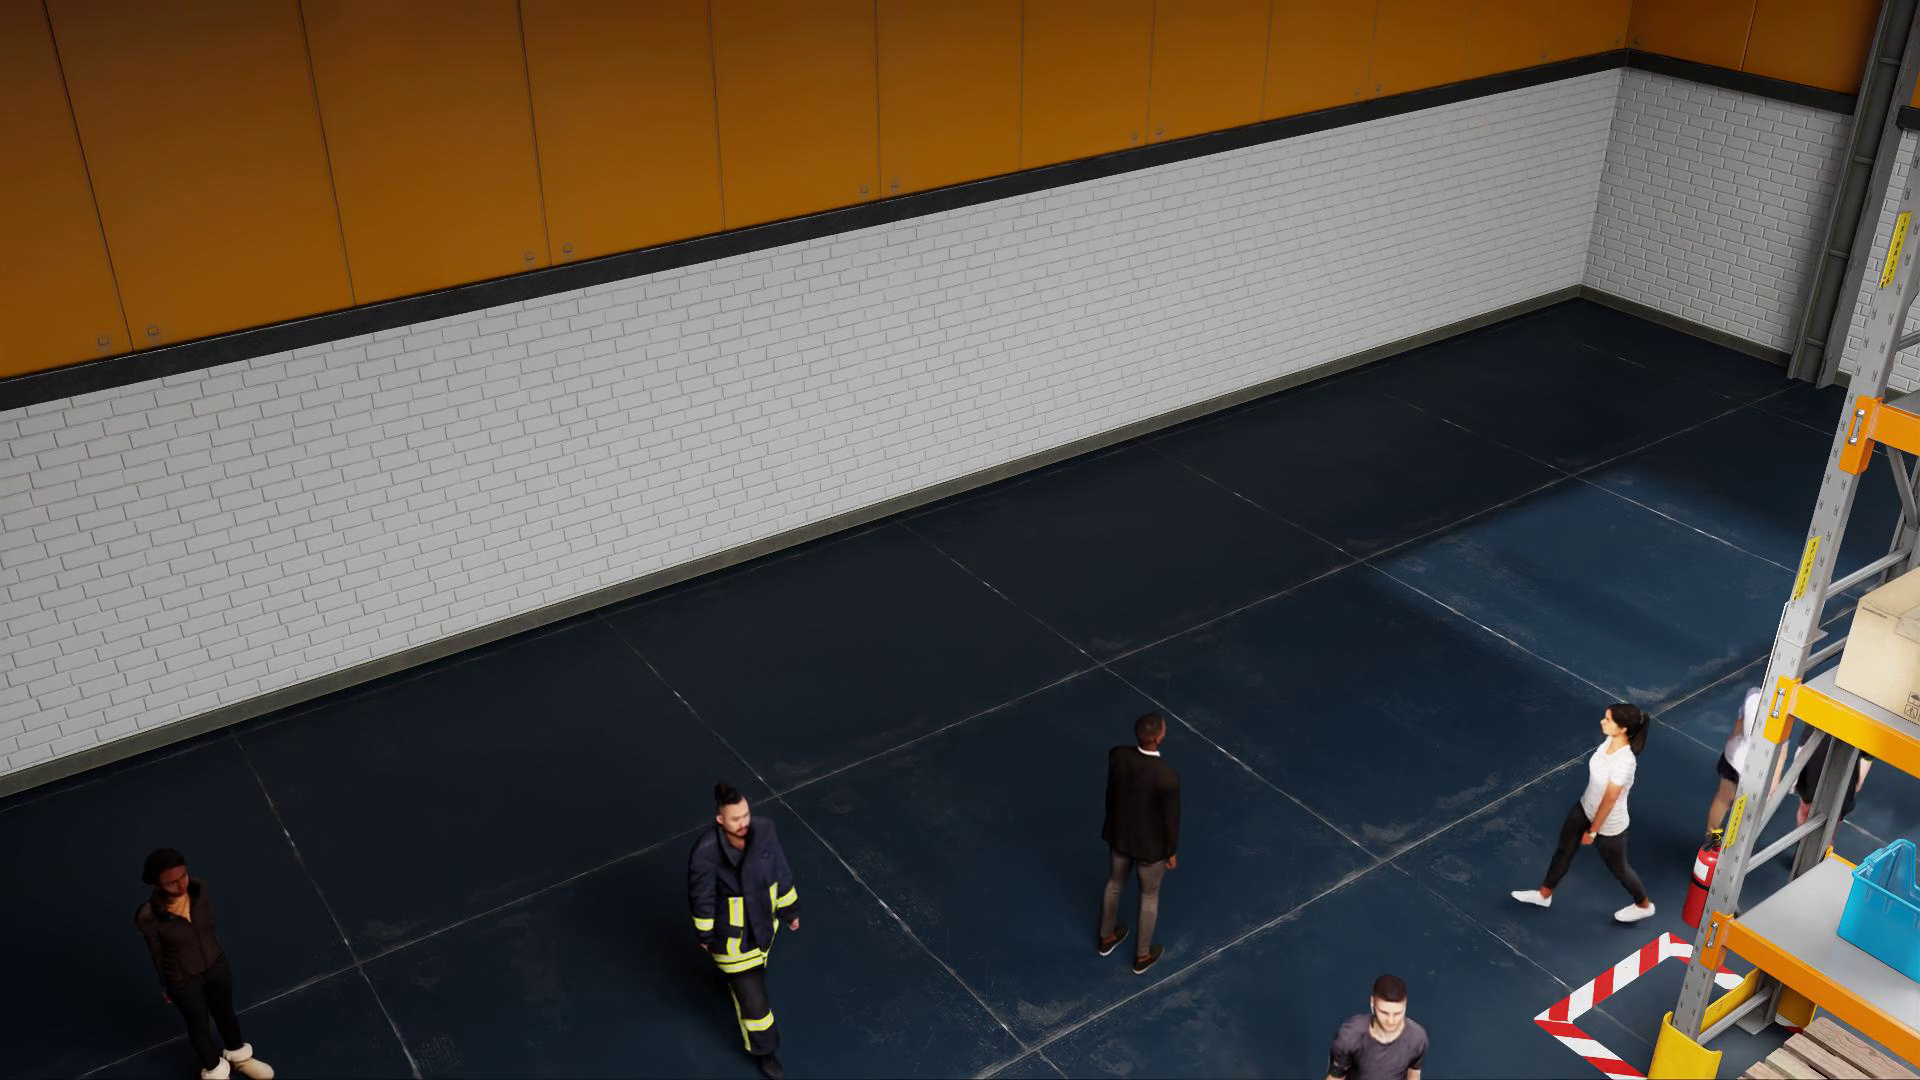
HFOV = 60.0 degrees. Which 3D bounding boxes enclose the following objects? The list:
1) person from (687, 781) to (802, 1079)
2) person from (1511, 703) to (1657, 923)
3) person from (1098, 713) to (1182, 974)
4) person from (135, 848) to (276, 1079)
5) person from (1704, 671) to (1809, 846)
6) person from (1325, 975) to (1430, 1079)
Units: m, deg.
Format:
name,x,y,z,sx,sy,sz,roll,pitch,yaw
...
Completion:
name,x,y,z,sx,sy,sz,roll,pitch,yaw
person,-1.281,2.102,9.513,0.808,1.830,1.143,-22,35,-34
person,4.111,1.750,10.387,1.099,1.610,1.079,3,29,6
person,1.077,1.821,10.064,0.576,1.795,0.761,22,35,34
person,-4.235,2.370,9.192,0.730,1.666,0.672,20,35,33
person,5.193,1.475,10.957,0.754,1.548,0.595,-14,31,-23
person,2.026,2.805,8.327,1.067,1.731,1.221,1,29,3
